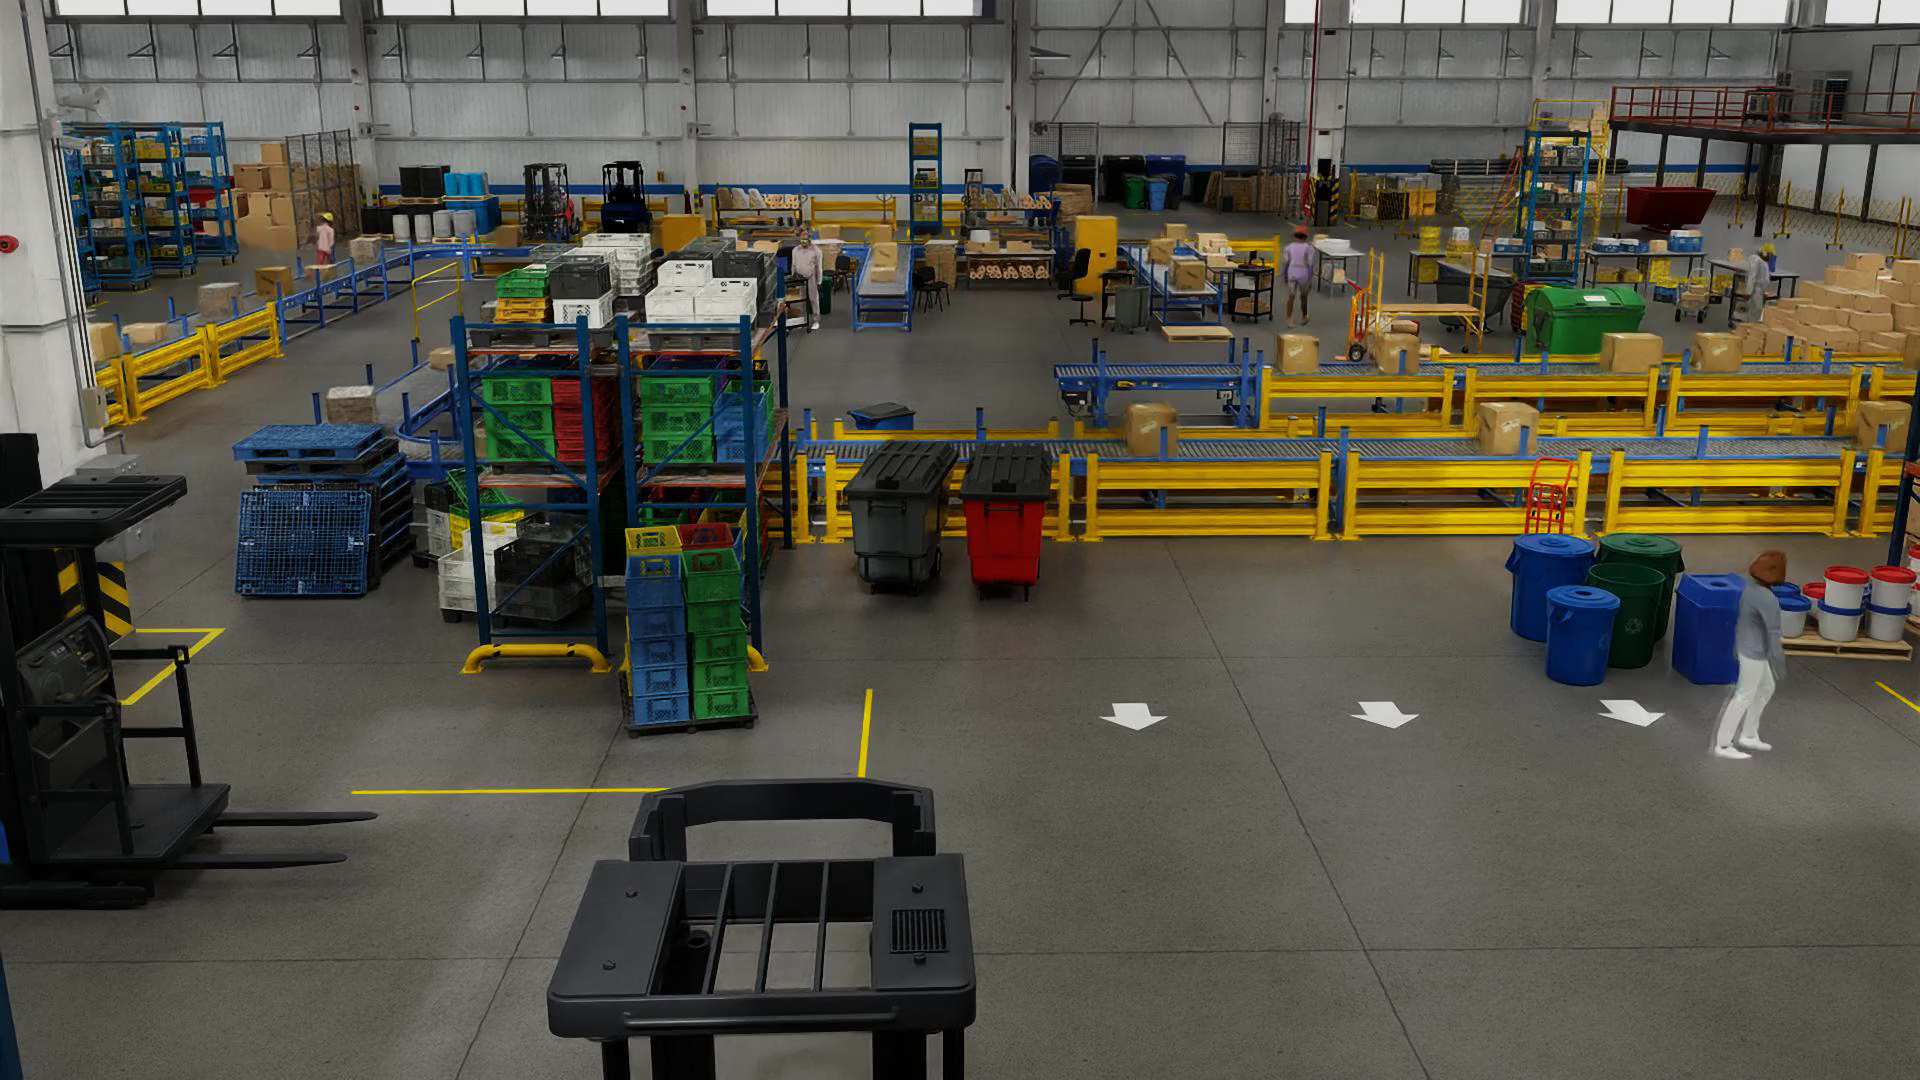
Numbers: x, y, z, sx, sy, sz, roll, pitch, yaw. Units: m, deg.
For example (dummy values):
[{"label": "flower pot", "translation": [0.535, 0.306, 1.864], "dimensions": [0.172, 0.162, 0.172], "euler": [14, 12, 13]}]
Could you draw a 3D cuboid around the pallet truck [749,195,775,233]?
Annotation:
[{"label": "pallet truck", "translation": [-6.051, -9.967, 50.660], "dimensions": [0.680, 1.201, 1.601], "euler": [0, 16, -1]}]

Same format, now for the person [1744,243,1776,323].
[{"label": "person", "translation": [14.996, -4.647, 31.145], "dimensions": [0.600, 1.799, 0.604], "euler": [14, 21, 40]}]

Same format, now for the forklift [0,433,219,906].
[{"label": "forklift", "translation": [-5.952, 0.780, 10.366], "dimensions": [1.873, 2.768, 1.129], "euler": [0, 16, -1]}]

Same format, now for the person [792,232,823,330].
[{"label": "person", "translation": [-2.986, -5.046, 32.374], "dimensions": [0.647, 1.899, 0.397], "euler": [5, 17, 18]}]

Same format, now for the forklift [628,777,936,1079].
[{"label": "forklift", "translation": [-0.542, 2.165, 5.552], "dimensions": [1.129, 2.768, 1.873], "euler": [-1, 16, -2]}]

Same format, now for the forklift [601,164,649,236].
[{"label": "forklift", "translation": [-9.948, -10.127, 49.296], "dimensions": [1.157, 1.987, 2.680], "euler": [-1, 16, -3]}]

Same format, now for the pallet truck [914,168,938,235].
[{"label": "pallet truck", "translation": [-0.989, -10.316, 50.507], "dimensions": [0.823, 1.965, 1.885], "euler": [1, 16, 3]}]

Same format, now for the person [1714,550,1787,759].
[{"label": "person", "translation": [5.956, 0.863, 12.342], "dimensions": [0.587, 1.616, 0.512], "euler": [3, 16, 11]}]

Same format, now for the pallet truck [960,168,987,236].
[{"label": "pallet truck", "translation": [0.383, -10.230, 50.206], "dimensions": [0.823, 1.965, 1.885], "euler": [-1, 16, -3]}]

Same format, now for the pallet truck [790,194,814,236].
[{"label": "pallet truck", "translation": [-4.814, -9.883, 50.259], "dimensions": [0.704, 1.261, 1.522], "euler": [-1, 16, -3]}]

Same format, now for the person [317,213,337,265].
[{"label": "person", "translation": [-14.599, -6.678, 38.385], "dimensions": [0.534, 1.695, 0.961], "euler": [4, 17, 14]}]

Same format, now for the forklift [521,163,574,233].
[{"label": "forklift", "translation": [-12.233, -10.122, 49.298], "dimensions": [1.157, 1.987, 2.680], "euler": [0, 16, -1]}]

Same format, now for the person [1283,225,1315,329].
[{"label": "person", "translation": [6.637, -5.153, 32.578], "dimensions": [0.632, 1.985, 1.034], "euler": [8, 18, 27]}]

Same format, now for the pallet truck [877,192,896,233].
[{"label": "pallet truck", "translation": [-2.277, -9.986, 50.594], "dimensions": [0.653, 1.274, 1.630], "euler": [0, 16, -1]}]
